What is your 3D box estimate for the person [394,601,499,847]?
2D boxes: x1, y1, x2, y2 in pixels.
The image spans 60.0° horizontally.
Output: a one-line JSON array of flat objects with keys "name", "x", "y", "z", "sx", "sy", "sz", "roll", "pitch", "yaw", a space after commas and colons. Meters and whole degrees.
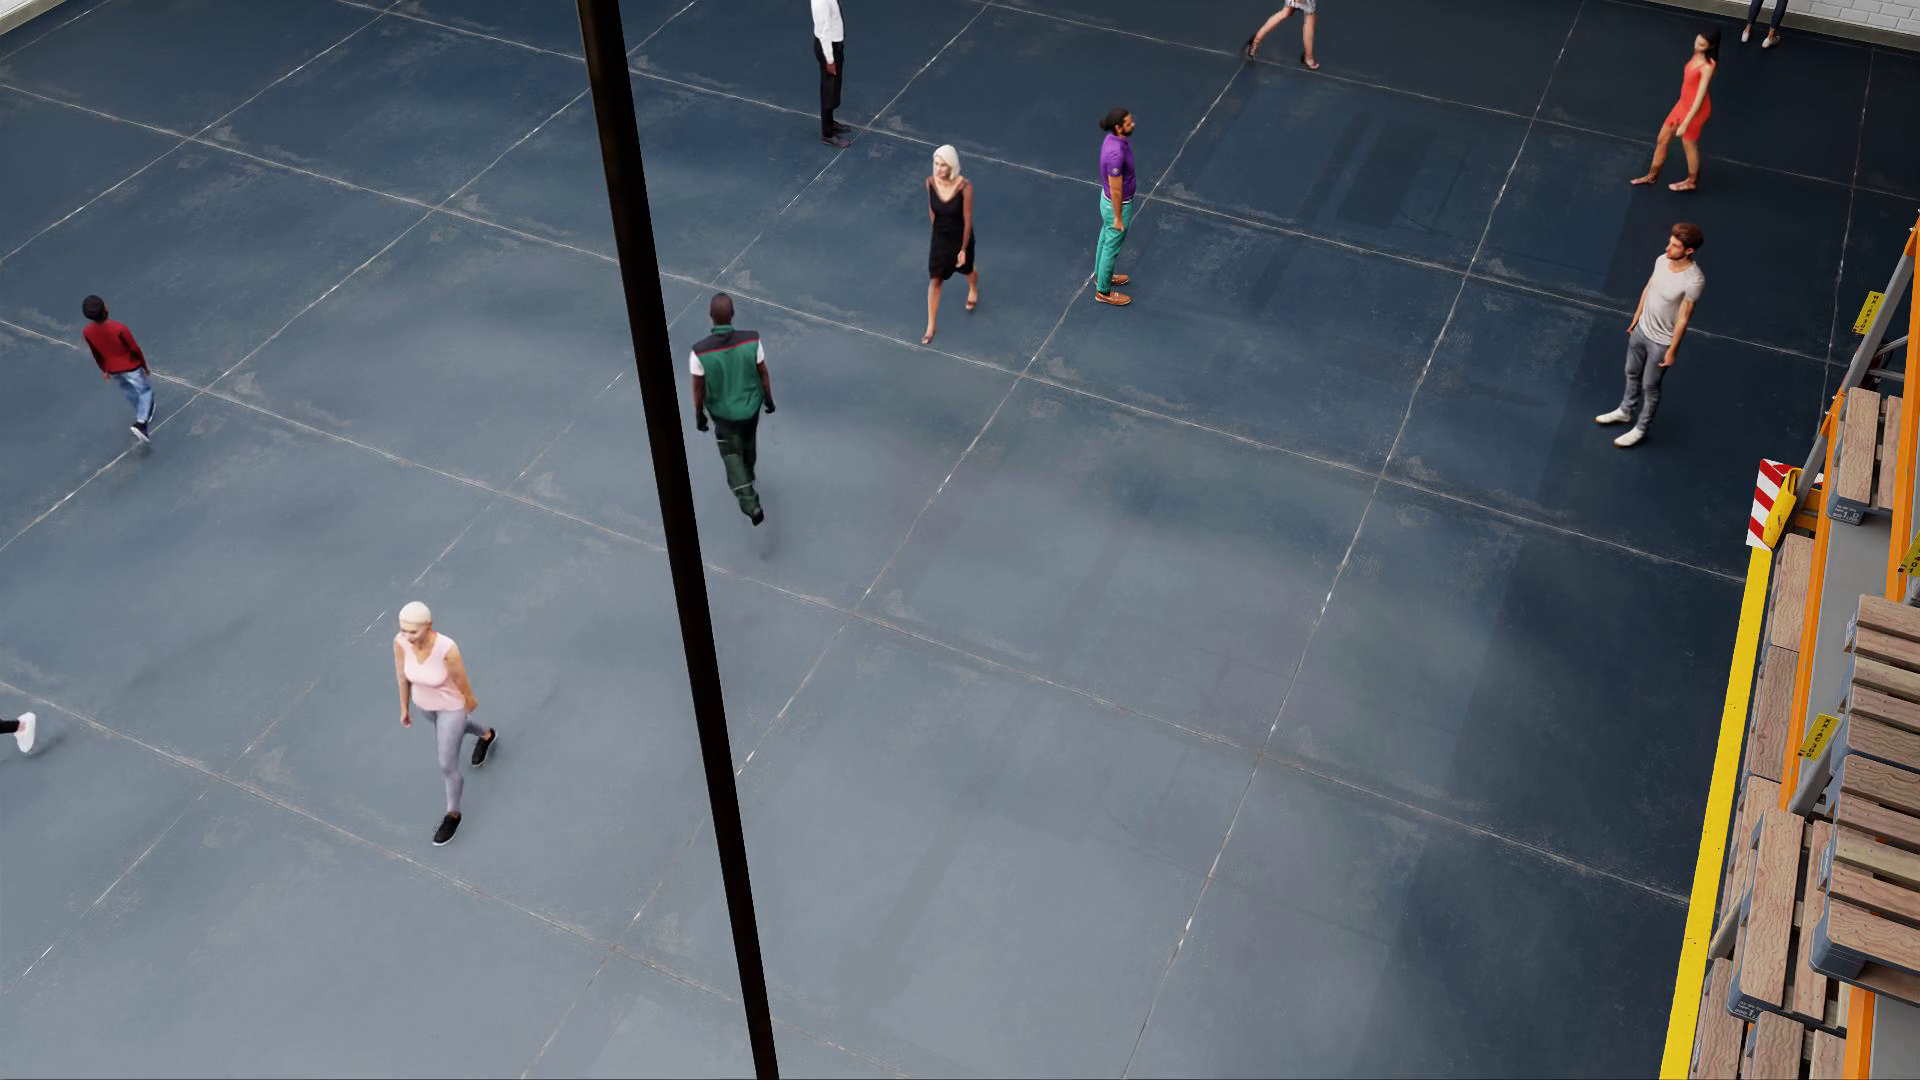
[{"name": "person", "x": -3.101, "y": 0.927, "z": 10.061, "sx": 0.618, "sy": 1.683, "sz": 1.149, "roll": 13, "pitch": 45, "yaw": 13}]

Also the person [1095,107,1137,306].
[{"name": "person", "x": 1.291, "y": -2.815, "z": 13.928, "sx": 0.771, "sy": 1.767, "sz": 0.654, "roll": 1, "pitch": 44, "yaw": 1}]

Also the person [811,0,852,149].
[{"name": "person", "x": -1.253, "y": -4.652, "z": 15.805, "sx": 0.773, "sy": 1.837, "sz": 0.634, "roll": -1, "pitch": 44, "yaw": -1}]

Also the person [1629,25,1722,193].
[{"name": "person", "x": 6.723, "y": -3.895, "z": 15.127, "sx": 0.895, "sy": 1.677, "sz": 0.915, "roll": 3, "pitch": 44, "yaw": 3}]

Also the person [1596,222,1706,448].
[{"name": "person", "x": 5.264, "y": -1.556, "z": 12.518, "sx": 0.804, "sy": 1.889, "sz": 0.736, "roll": -12, "pitch": 45, "yaw": -12}]

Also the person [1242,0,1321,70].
[{"name": "person", "x": 3.359, "y": -5.607, "z": 16.842, "sx": 0.945, "sy": 1.788, "sz": 1.086, "roll": 1, "pitch": 44, "yaw": 1}]

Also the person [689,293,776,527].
[{"name": "person", "x": -1.583, "y": -0.877, "z": 11.864, "sx": 1.164, "sy": 1.807, "sz": 1.212, "roll": -15, "pitch": 46, "yaw": -15}]

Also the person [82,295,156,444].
[{"name": "person", "x": -6.415, "y": -1.314, "z": 12.731, "sx": 0.693, "sy": 1.243, "sz": 0.842, "roll": -2, "pitch": 44, "yaw": -2}]

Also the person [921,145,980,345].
[{"name": "person", "x": -0.008, "y": -2.487, "z": 13.637, "sx": 0.589, "sy": 1.693, "sz": 1.068, "roll": 18, "pitch": 46, "yaw": 18}]
